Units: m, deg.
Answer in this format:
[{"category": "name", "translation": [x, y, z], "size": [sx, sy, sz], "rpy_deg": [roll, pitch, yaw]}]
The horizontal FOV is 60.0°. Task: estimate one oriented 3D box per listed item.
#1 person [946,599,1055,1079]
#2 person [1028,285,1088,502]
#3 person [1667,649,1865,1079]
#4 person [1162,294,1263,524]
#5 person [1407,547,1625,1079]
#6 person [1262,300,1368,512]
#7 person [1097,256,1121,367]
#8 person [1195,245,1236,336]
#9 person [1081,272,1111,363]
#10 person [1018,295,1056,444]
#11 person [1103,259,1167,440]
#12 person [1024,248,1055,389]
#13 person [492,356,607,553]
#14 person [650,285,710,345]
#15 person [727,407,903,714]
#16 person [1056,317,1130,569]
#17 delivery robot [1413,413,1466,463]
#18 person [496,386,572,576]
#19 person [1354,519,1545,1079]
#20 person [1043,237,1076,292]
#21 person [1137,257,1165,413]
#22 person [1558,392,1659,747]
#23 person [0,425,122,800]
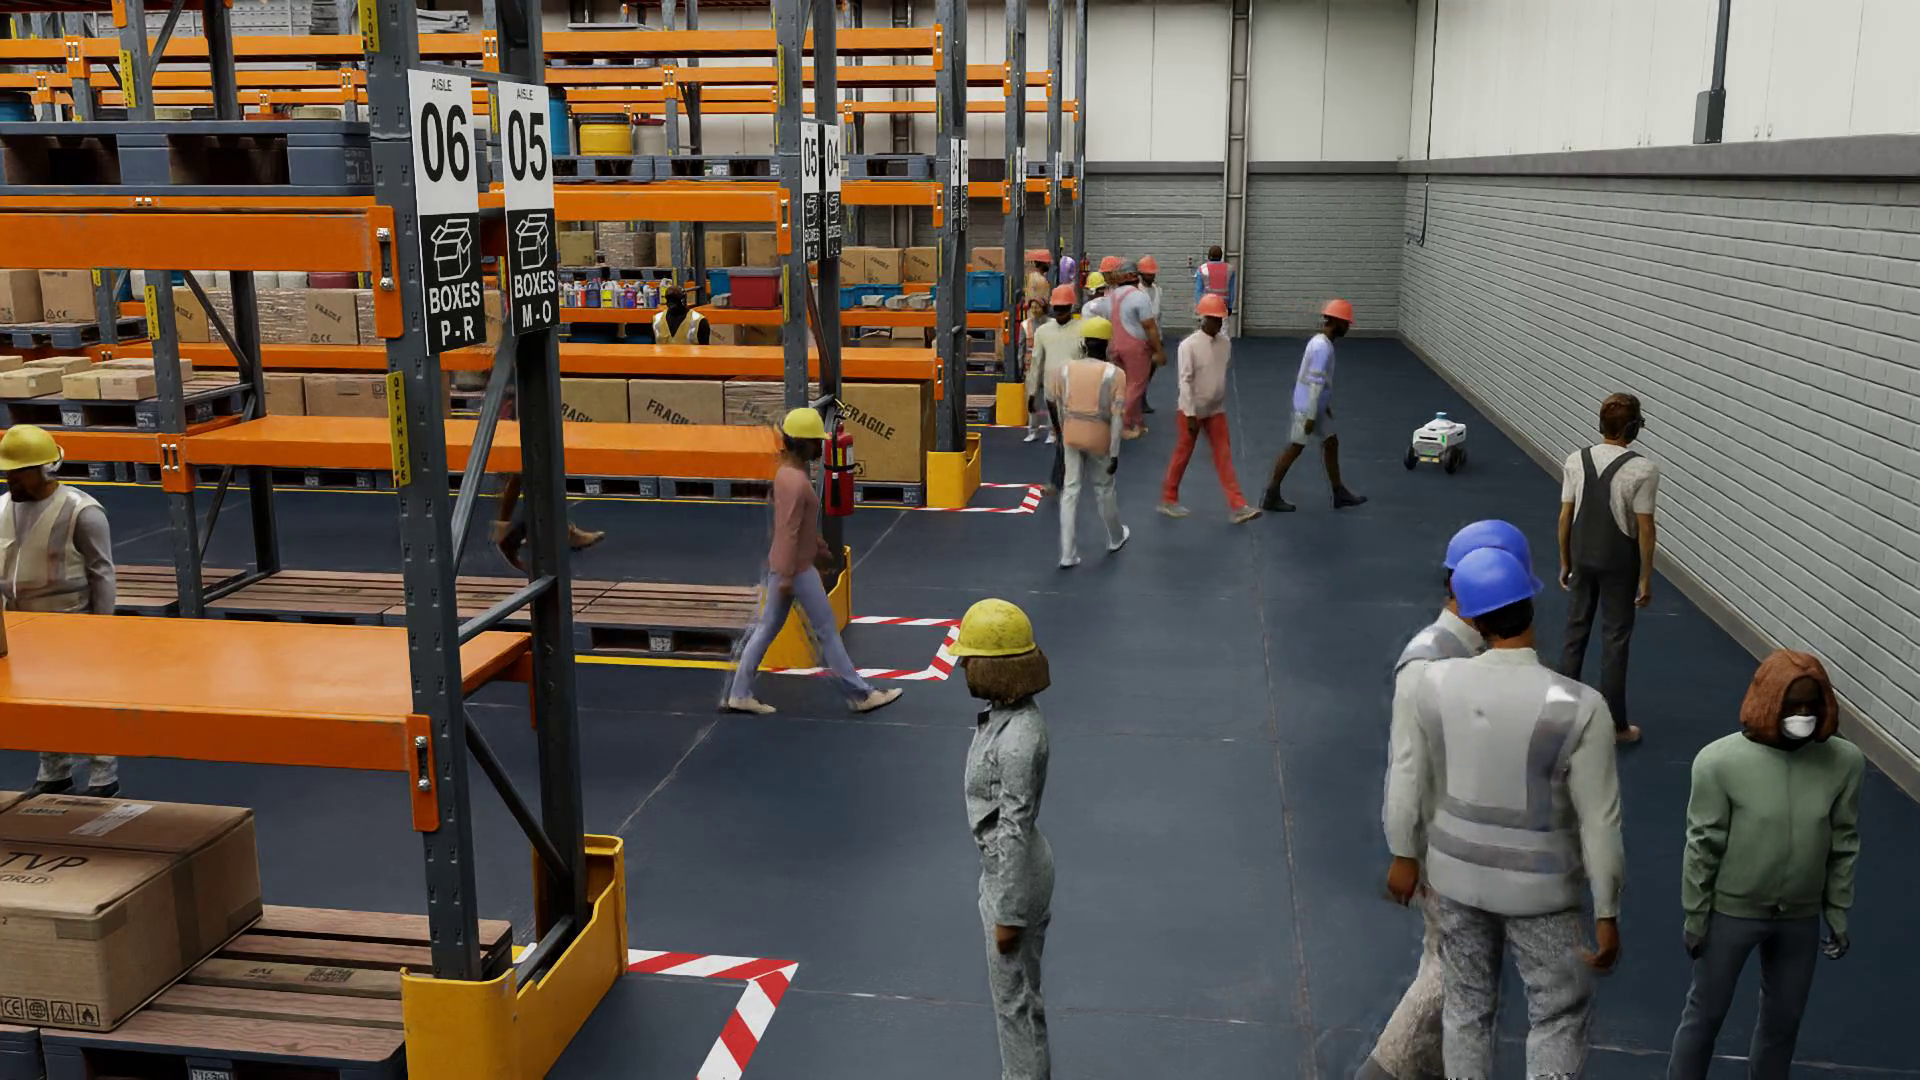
[{"category": "person", "translation": [0.118, 1.020, 4.968], "size": [0.320, 1.736, 0.487], "rpy_deg": [0, 12, -2]}, {"category": "person", "translation": [0.915, -1.342, 15.148], "size": [0.649, 1.937, 1.042], "rpy_deg": [6, 14, 26]}, {"category": "person", "translation": [2.354, 1.098, 4.871], "size": [0.495, 1.625, 0.288], "rpy_deg": [-1, 13, -2]}, {"category": "person", "translation": [2.105, -1.103, 14.069], "size": [0.627, 1.934, 1.024], "rpy_deg": [-8, 15, -32]}, {"category": "person", "translation": [1.600, 0.985, 4.760], "size": [0.731, 1.911, 0.379], "rpy_deg": [12, 17, 42]}, {"category": "person", "translation": [3.160, -1.157, 14.533], "size": [1.017, 1.849, 0.557], "rpy_deg": [3, 13, 11]}, {"category": "person", "translation": [1.787, -2.364, 19.689], "size": [0.545, 1.971, 0.651], "rpy_deg": [-5, 13, -21]}, {"category": "person", "translation": [3.900, -3.593, 25.548], "size": [0.627, 1.844, 0.429], "rpy_deg": [-2, 13, -9]}, {"category": "person", "translation": [1.576, -2.158, 19.123], "size": [0.614, 1.821, 0.412], "rpy_deg": [-11, 17, -41]}, {"category": "person", "translation": [0.882, -1.874, 18.265], "size": [0.529, 1.630, 0.319], "rpy_deg": [6, 14, 26]}, {"category": "person", "translation": [1.921, -2.136, 18.516], "size": [0.612, 2.000, 0.760], "rpy_deg": [-7, 14, -29]}, {"category": "person", "translation": [1.071, -3.011, 22.728], "size": [0.458, 1.922, 0.558], "rpy_deg": [-3, 13, -13]}, {"category": "person", "translation": [-3.279, -0.883, 12.972], "size": [1.030, 1.984, 0.630], "rpy_deg": [3, 13, 12]}, {"category": "person", "translation": [-2.821, -1.632, 16.692], "size": [0.637, 1.842, 0.429], "rpy_deg": [2, 13, 10]}, {"category": "person", "translation": [-0.851, 0.130, 9.040], "size": [0.948, 1.714, 0.537], "rpy_deg": [-3, 13, -13]}, {"category": "person", "translation": [1.013, -0.759, 12.676], "size": [0.594, 1.873, 0.988], "rpy_deg": [6, 14, 23]}, {"category": "delivery robot", "translation": [4.824, -1.037, 16.723], "size": [0.477, 0.478, 0.707], "rpy_deg": [8, 15, 33]}, {"category": "person", "translation": [-3.087, -0.620, 12.125], "size": [0.476, 1.838, 0.536], "rpy_deg": [1, 13, 3]}, {"category": "person", "translation": [1.520, 0.888, 5.139], "size": [0.431, 1.926, 0.630], "rpy_deg": [8, 15, 33]}, {"category": "person", "translation": [1.586, -3.985, 27.128], "size": [0.590, 1.923, 0.384], "rpy_deg": [3, 13, 15]}, {"category": "person", "translation": [2.273, -2.537, 20.637], "size": [0.585, 1.921, 0.616], "rpy_deg": [-10, 16, -37]}, {"category": "person", "translation": [3.346, 0.153, 8.628], "size": [0.342, 1.845, 0.506], "rpy_deg": [-10, 16, -39]}, {"category": "person", "translation": [-4.193, 0.369, 7.687], "size": [0.600, 1.827, 0.403], "rpy_deg": [3, 13, 15]}]
